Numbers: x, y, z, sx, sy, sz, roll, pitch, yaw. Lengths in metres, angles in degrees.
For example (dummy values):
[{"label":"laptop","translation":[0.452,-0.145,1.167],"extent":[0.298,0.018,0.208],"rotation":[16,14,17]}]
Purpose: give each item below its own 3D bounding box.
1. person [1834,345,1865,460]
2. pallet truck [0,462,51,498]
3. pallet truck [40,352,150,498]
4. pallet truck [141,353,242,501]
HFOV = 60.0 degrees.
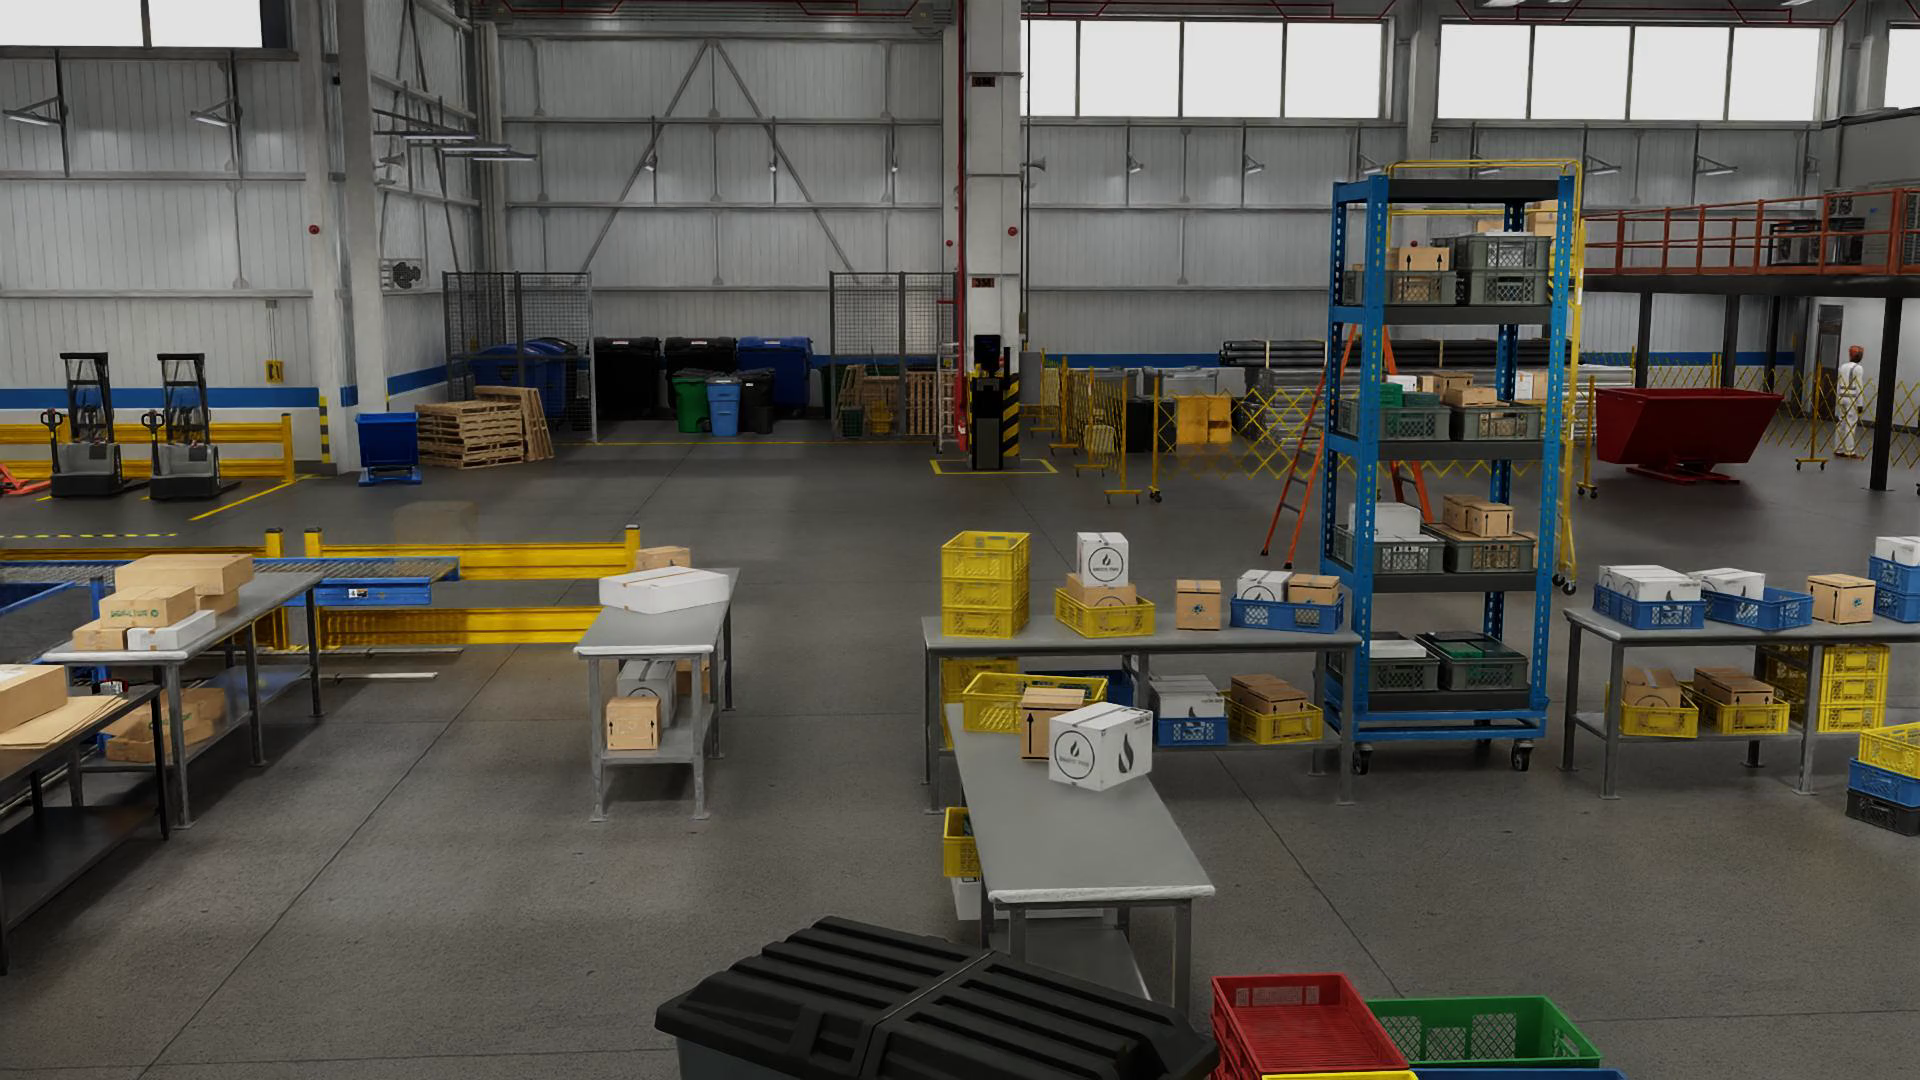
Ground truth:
[{"label":"person","translation":[14.668,-2.256,27.378],"extent":[0.355,1.883,0.576],"rotation":[-1,9,-5]},{"label":"pallet truck","translation":[-13.193,-1.293,23.148],"extent":[0.653,1.274,1.630],"rotation":[-1,9,-4]},{"label":"pallet truck","translation":[-11.907,-1.642,23.165],"extent":[0.823,1.965,1.885],"rotation":[0,9,0]},{"label":"pallet truck","translation":[-10.520,-1.604,22.925],"extent":[0.823,1.965,1.885],"rotation":[-1,9,-6]}]
